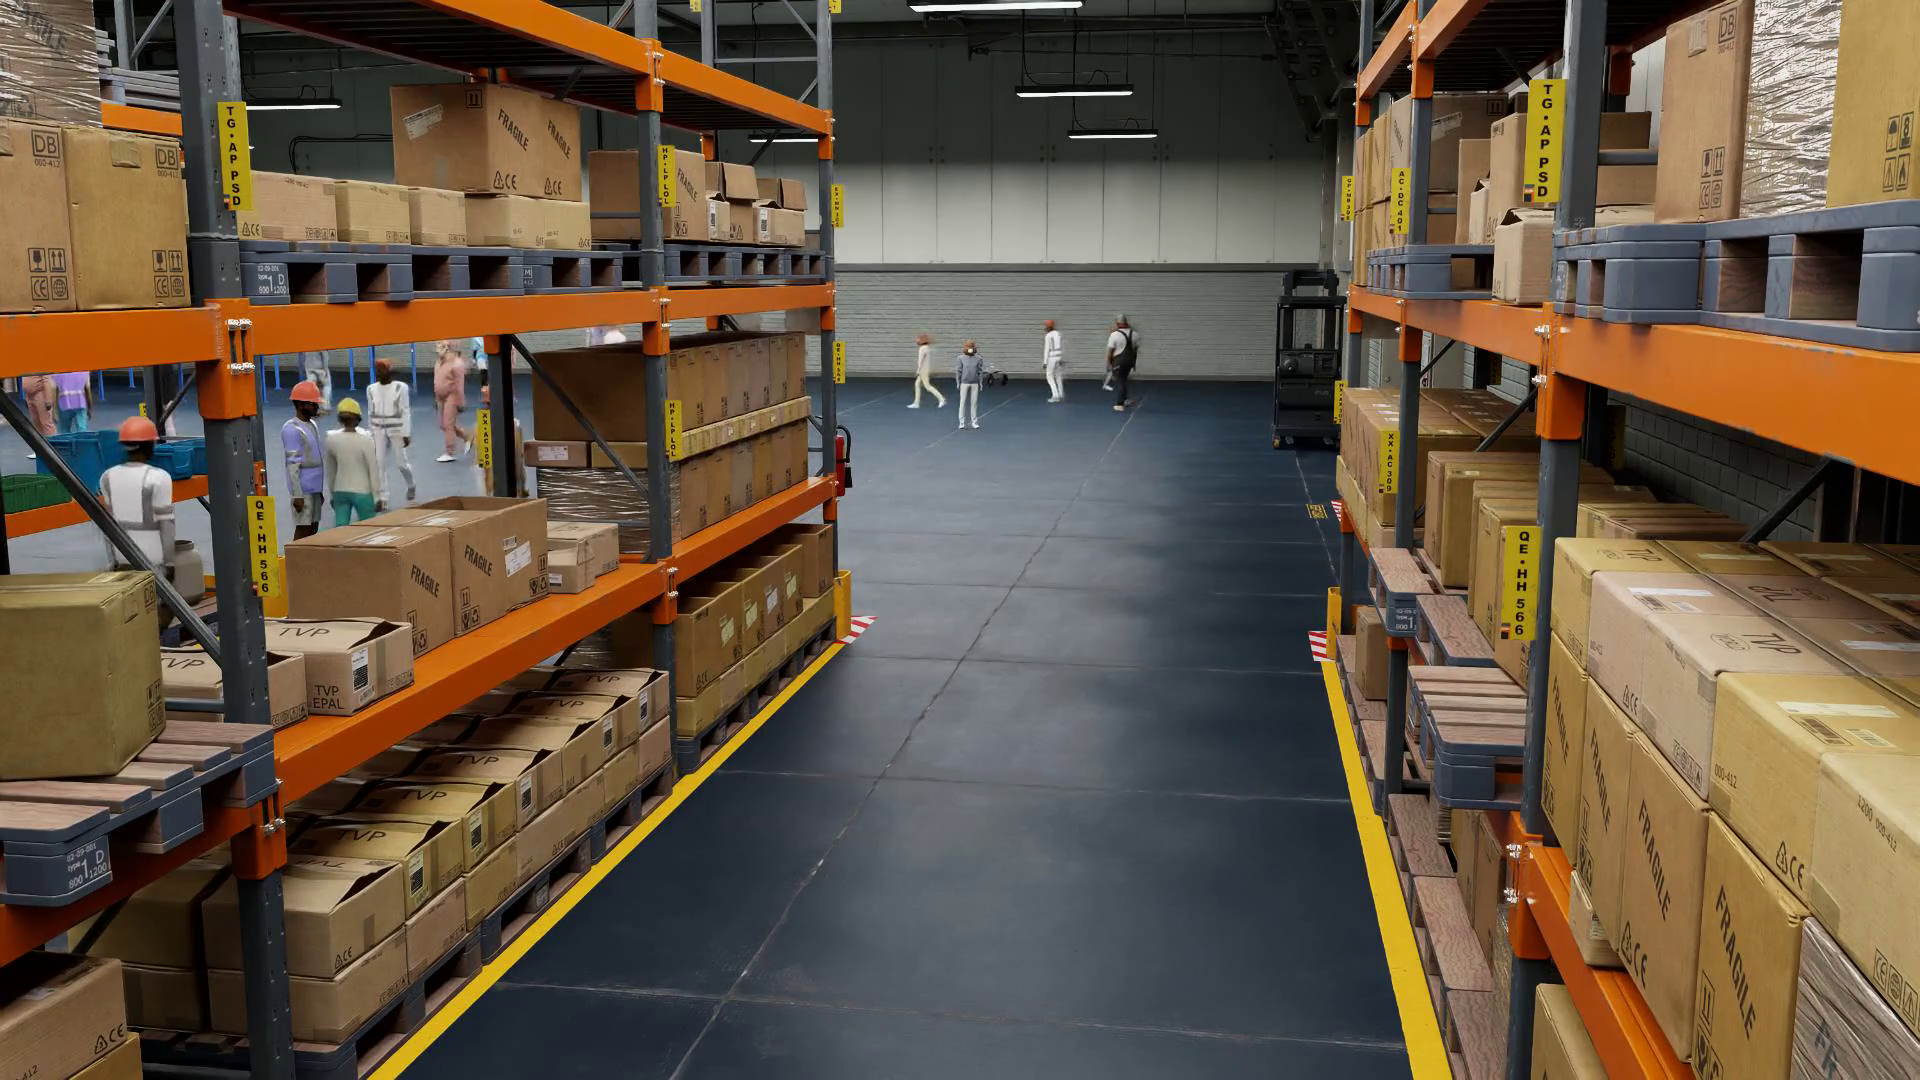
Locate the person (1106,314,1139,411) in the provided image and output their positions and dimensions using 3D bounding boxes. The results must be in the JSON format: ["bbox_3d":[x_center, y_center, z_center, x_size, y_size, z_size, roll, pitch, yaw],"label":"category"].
[{"bbox_3d":[3.348,-3.723,34.910,0.712,2.000,0.581,-7,11,-35],"label":"person"}]

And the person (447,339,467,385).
[{"bbox_3d":[-12.817,-4.835,42.124,0.904,1.875,0.574,3,10,19],"label":"person"}]

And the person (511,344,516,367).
[{"bbox_3d":[-10.501,-4.152,38.357,0.527,1.745,0.790,-1,9,-3],"label":"person"}]

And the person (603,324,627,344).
[{"bbox_3d":[-7.341,-3.782,35.736,0.673,1.851,1.014,8,12,41],"label":"person"}]

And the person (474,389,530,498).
[{"bbox_3d":[-4.262,-0.506,15.302,0.698,1.921,0.552,5,10,26],"label":"person"}]

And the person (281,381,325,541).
[{"bbox_3d":[-5.876,-0.468,15.029,0.373,1.933,0.551,0,9,-1],"label":"person"}]

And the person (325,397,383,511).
[{"bbox_3d":[-5.610,-0.432,15.388,0.530,1.780,0.376,2,9,13],"label":"person"}]

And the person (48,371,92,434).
[{"bbox_3d":[-13.009,-1.909,24.362,0.592,1.790,0.989,-9,13,-44],"label":"person"}]

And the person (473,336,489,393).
[{"bbox_3d":[-11.229,-4.278,39.399,0.538,1.637,0.882,-8,12,-40],"label":"person"}]

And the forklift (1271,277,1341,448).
[{"bbox_3d":[5.847,-3.016,27.970,1.129,2.768,1.873,1,9,9],"label":"forklift"}]

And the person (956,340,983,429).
[{"bbox_3d":[0.180,-2.892,30.905,0.507,1.632,0.267,-2,9,-12],"label":"person"}]

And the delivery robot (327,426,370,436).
[{"bbox_3d":[-9.600,-1.625,26.251,0.707,0.478,0.477,1,9,7],"label":"delivery robot"}]

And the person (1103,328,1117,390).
[{"bbox_3d":[3.755,-4.383,40.230,0.506,1.589,0.686,-5,10,-26],"label":"person"}]

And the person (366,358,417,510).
[{"bbox_3d":[-7.042,-1.334,20.614,0.580,1.862,0.793,1,9,5],"label":"person"}]

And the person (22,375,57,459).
[{"bbox_3d":[-14.320,-2.197,25.820,0.641,1.899,0.400,6,11,33],"label":"person"}]

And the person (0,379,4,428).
[{"bbox_3d":[-17.892,-2.926,30.496,0.621,1.831,0.432,-2,9,-11],"label":"person"}]

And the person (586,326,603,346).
[{"bbox_3d":[-9.850,-5.272,44.683,0.382,1.924,0.594,6,11,32],"label":"person"}]

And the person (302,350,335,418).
[{"bbox_3d":[-12.840,-3.414,33.266,0.635,1.916,0.693,1,9,7],"label":"person"}]

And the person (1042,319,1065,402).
[{"bbox_3d":[2.111,-4.006,37.144,0.356,1.845,0.754,7,12,37],"label":"person"}]

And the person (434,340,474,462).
[{"bbox_3d":[-7.839,-2.169,25.694,0.640,1.884,0.680,8,12,41],"label":"person"}]

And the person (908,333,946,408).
[{"bbox_3d":[-0.703,-3.591,35.330,0.781,1.598,0.496,1,9,5],"label":"person"}]

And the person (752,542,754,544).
[{"bbox_3d":[-2.033,-0.453,15.338,0.623,1.796,0.843,4,10,25],"label":"person"}]

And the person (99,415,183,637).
[{"bbox_3d":[-5.686,0.106,11.521,0.545,1.926,0.546,2,9,11],"label":"person"}]

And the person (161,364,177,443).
[{"bbox_3d":[-12.066,-2.102,25.110,0.392,1.952,0.778,-8,12,-42],"label":"person"}]

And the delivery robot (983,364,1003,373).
[{"bbox_3d":[0.841,-4.396,42.544,0.335,0.223,0.698,6,11,31],"label":"delivery robot"}]
